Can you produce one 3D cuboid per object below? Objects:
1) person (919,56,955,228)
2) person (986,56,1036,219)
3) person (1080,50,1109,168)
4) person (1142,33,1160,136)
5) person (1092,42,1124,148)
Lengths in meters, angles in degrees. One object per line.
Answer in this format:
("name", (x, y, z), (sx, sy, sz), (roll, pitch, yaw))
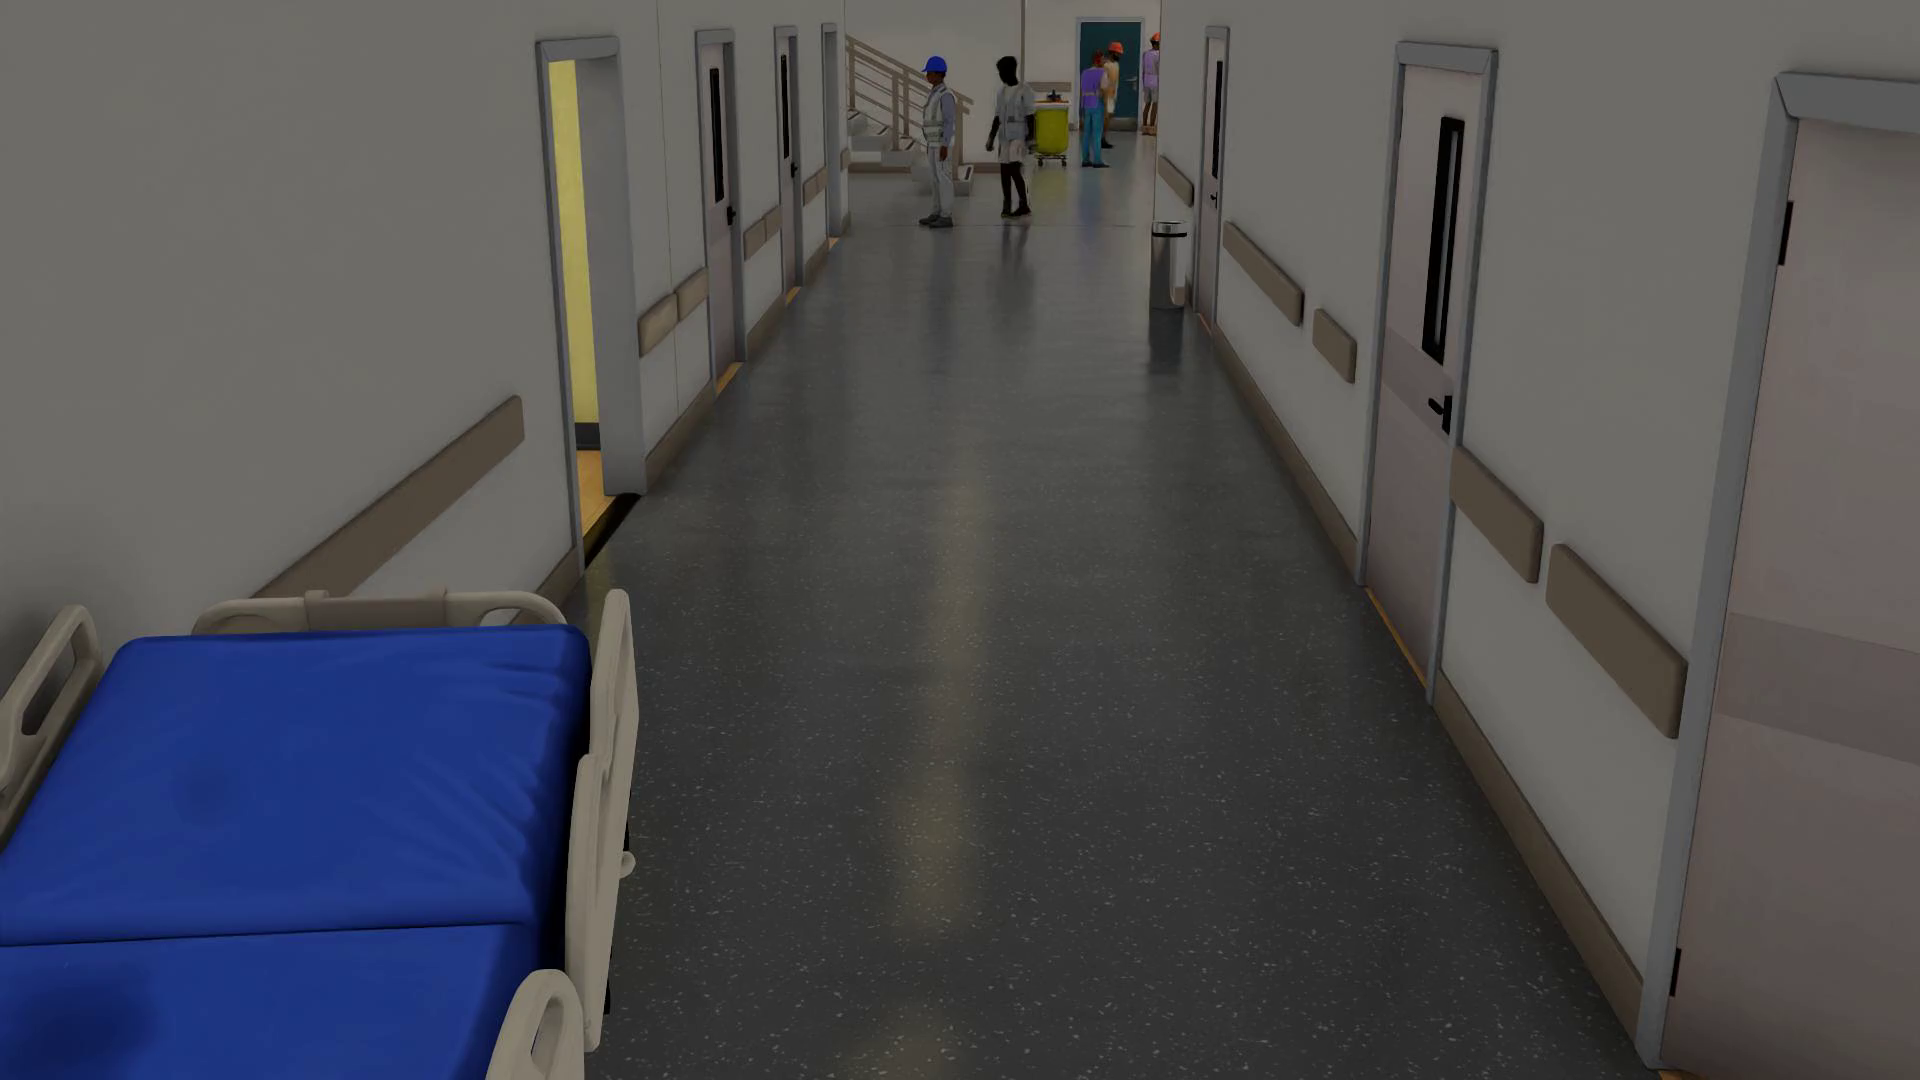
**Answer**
("person", (-0.252, -4.634, 19.407), (0.389, 1.949, 0.604), (-6, 19, -19))
("person", (0.656, -4.875, 20.218), (0.475, 1.923, 0.727), (-17, 24, -42))
("person", (2.160, -6.952, 26.866), (0.374, 1.840, 0.569), (-14, 23, -38))
("person", (3.943, -9.244, 33.768), (0.410, 2.032, 0.610), (-12, 22, -34))
("person", (2.740, -8.143, 30.504), (0.507, 1.907, 0.574), (12, 21, 33))
